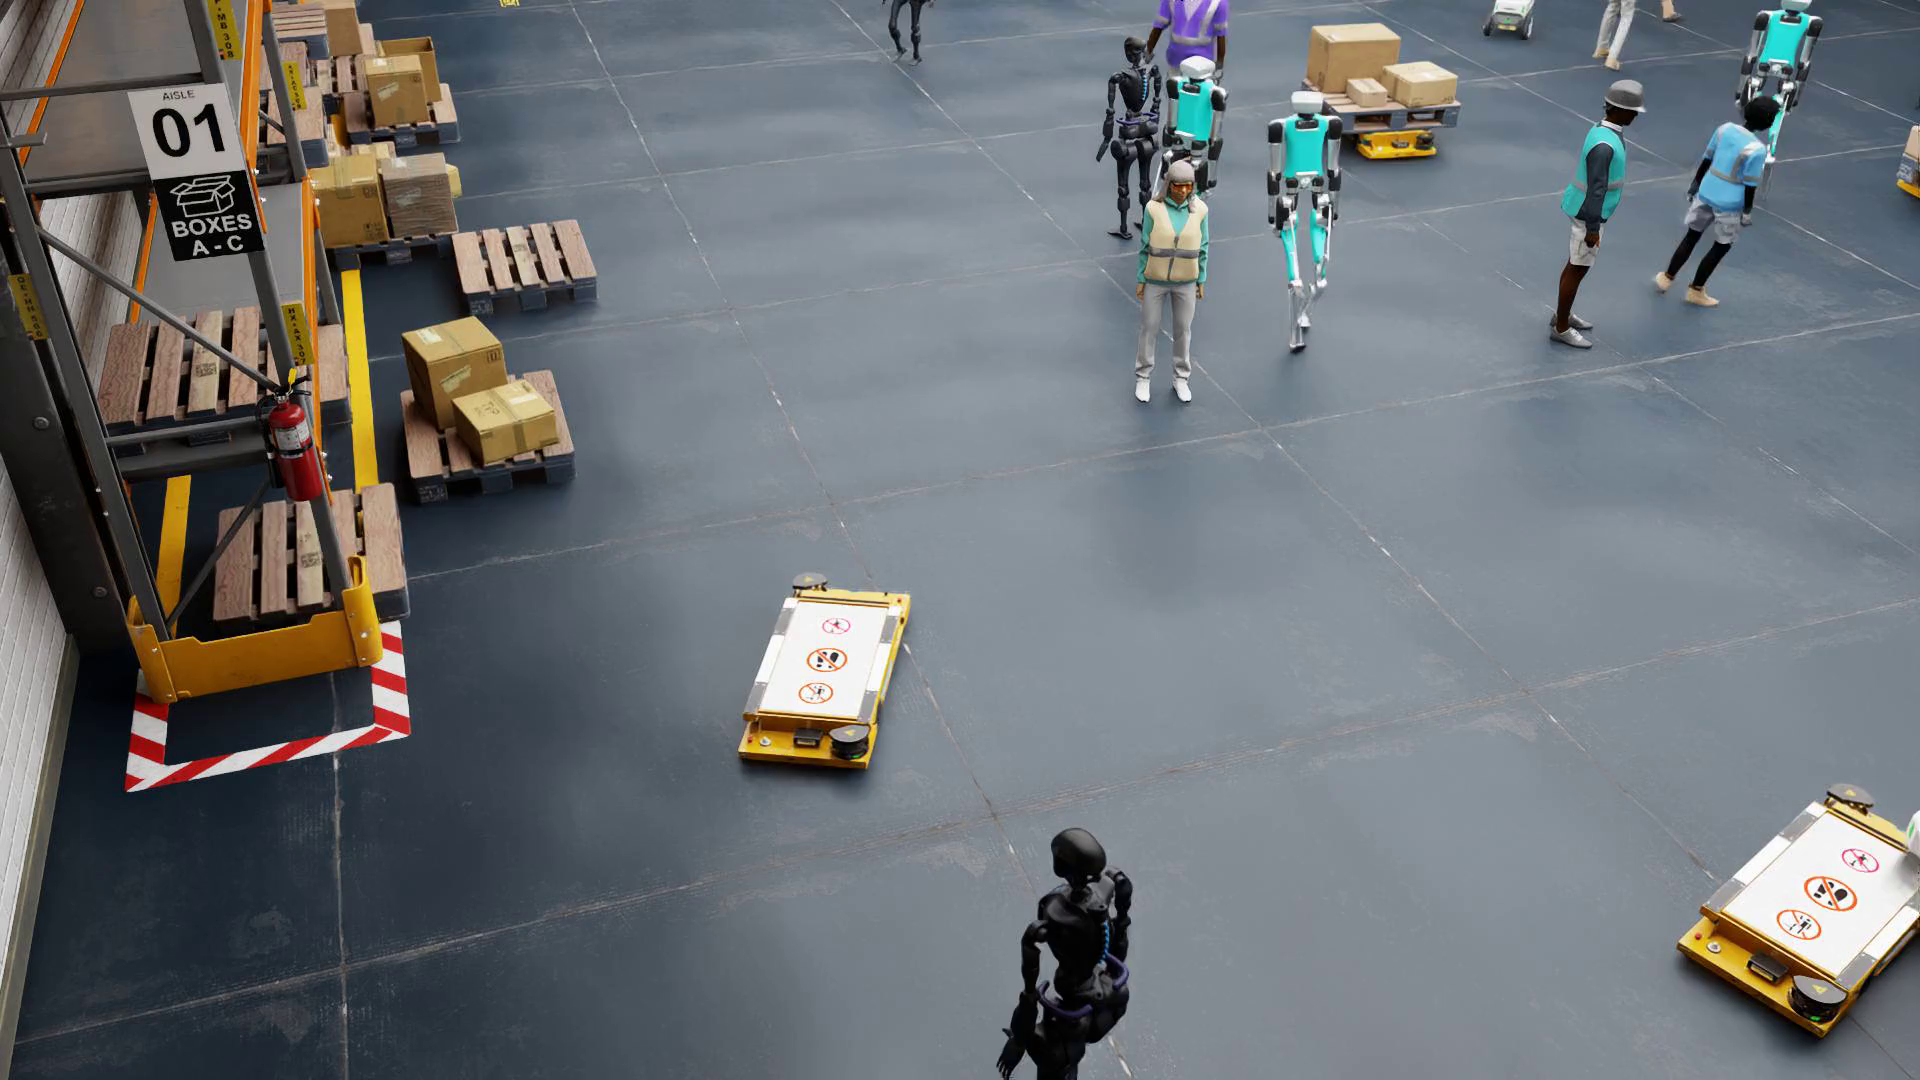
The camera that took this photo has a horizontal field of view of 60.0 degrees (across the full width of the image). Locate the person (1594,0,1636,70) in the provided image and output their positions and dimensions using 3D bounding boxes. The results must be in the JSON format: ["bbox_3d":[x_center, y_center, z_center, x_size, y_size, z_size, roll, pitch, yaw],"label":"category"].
[{"bbox_3d":[7.020,-5.916,17.506,0.541,1.841,0.589,-13,35,-19],"label":"person"}]

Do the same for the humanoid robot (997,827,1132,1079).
[{"bbox_3d":[0.456,1.706,5.965,0.611,1.634,0.643,-27,42,-35],"label":"humanoid robot"}]

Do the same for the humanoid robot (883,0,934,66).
[{"bbox_3d":[-0.531,-5.836,17.526,0.601,1.645,0.369,12,35,18],"label":"humanoid robot"}]

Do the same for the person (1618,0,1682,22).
[{"bbox_3d":[8.013,-6.774,19.004,0.493,1.637,0.686,-26,41,-34],"label":"person"}]

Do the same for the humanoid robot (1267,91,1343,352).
[{"bbox_3d":[2.481,-2.208,11.980,0.576,1.859,0.868,0,33,1],"label":"humanoid robot"}]

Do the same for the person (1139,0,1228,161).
[{"bbox_3d":[1.944,-4.260,14.879,0.714,1.924,0.638,23,39,31],"label":"person"}]

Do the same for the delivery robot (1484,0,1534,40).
[{"bbox_3d":[6.252,-5.988,18.791,0.499,0.606,0.796,15,36,21],"label":"delivery robot"}]

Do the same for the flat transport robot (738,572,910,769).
[{"bbox_3d":[-0.693,0.672,8.828,0.659,0.231,1.431,4,33,6],"label":"flat transport robot"}]

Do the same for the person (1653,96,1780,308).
[{"bbox_3d":[5.686,-2.566,12.516,0.376,1.658,0.683,-11,35,-16],"label":"person"}]

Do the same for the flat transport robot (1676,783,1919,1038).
[{"bbox_3d":[3.871,1.606,7.395,1.431,0.231,0.659,-25,41,-33],"label":"flat transport robot"}]

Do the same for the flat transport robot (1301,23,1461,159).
[{"bbox_3d":[3.987,-3.998,15.990,0.659,0.231,1.431,-6,34,-8],"label":"flat transport robot"}]

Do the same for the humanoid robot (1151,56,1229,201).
[{"bbox_3d":[1.635,-2.726,12.746,0.531,1.848,0.674,28,42,36],"label":"humanoid robot"}]

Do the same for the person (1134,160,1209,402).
[{"bbox_3d":[1.420,-1.747,11.220,0.465,1.702,0.367,0,33,-1],"label":"person"}]

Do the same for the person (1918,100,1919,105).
[{"bbox_3d":[9.959,-5.293,16.496,0.558,1.889,0.979,23,39,30],"label":"person"}]

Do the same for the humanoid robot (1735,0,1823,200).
[{"bbox_3d":[6.921,-3.708,14.247,0.541,1.851,0.679,11,35,16],"label":"humanoid robot"}]

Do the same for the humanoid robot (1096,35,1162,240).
[{"bbox_3d":[1.409,-3.308,13.633,0.599,1.653,0.315,-19,37,-26],"label":"humanoid robot"}]

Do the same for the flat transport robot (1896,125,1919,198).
[{"bbox_3d":[8.860,-2.898,14.303,0.659,0.231,1.431,-8,34,-13],"label":"flat transport robot"}]

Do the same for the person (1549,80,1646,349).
[{"bbox_3d":[4.526,-2.346,11.934,0.424,1.934,0.548,12,35,17],"label":"person"}]

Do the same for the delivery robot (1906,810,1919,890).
[{"bbox_3d":[4.577,1.489,7.321,0.523,0.602,0.774,-23,39,-31],"label":"delivery robot"}]
